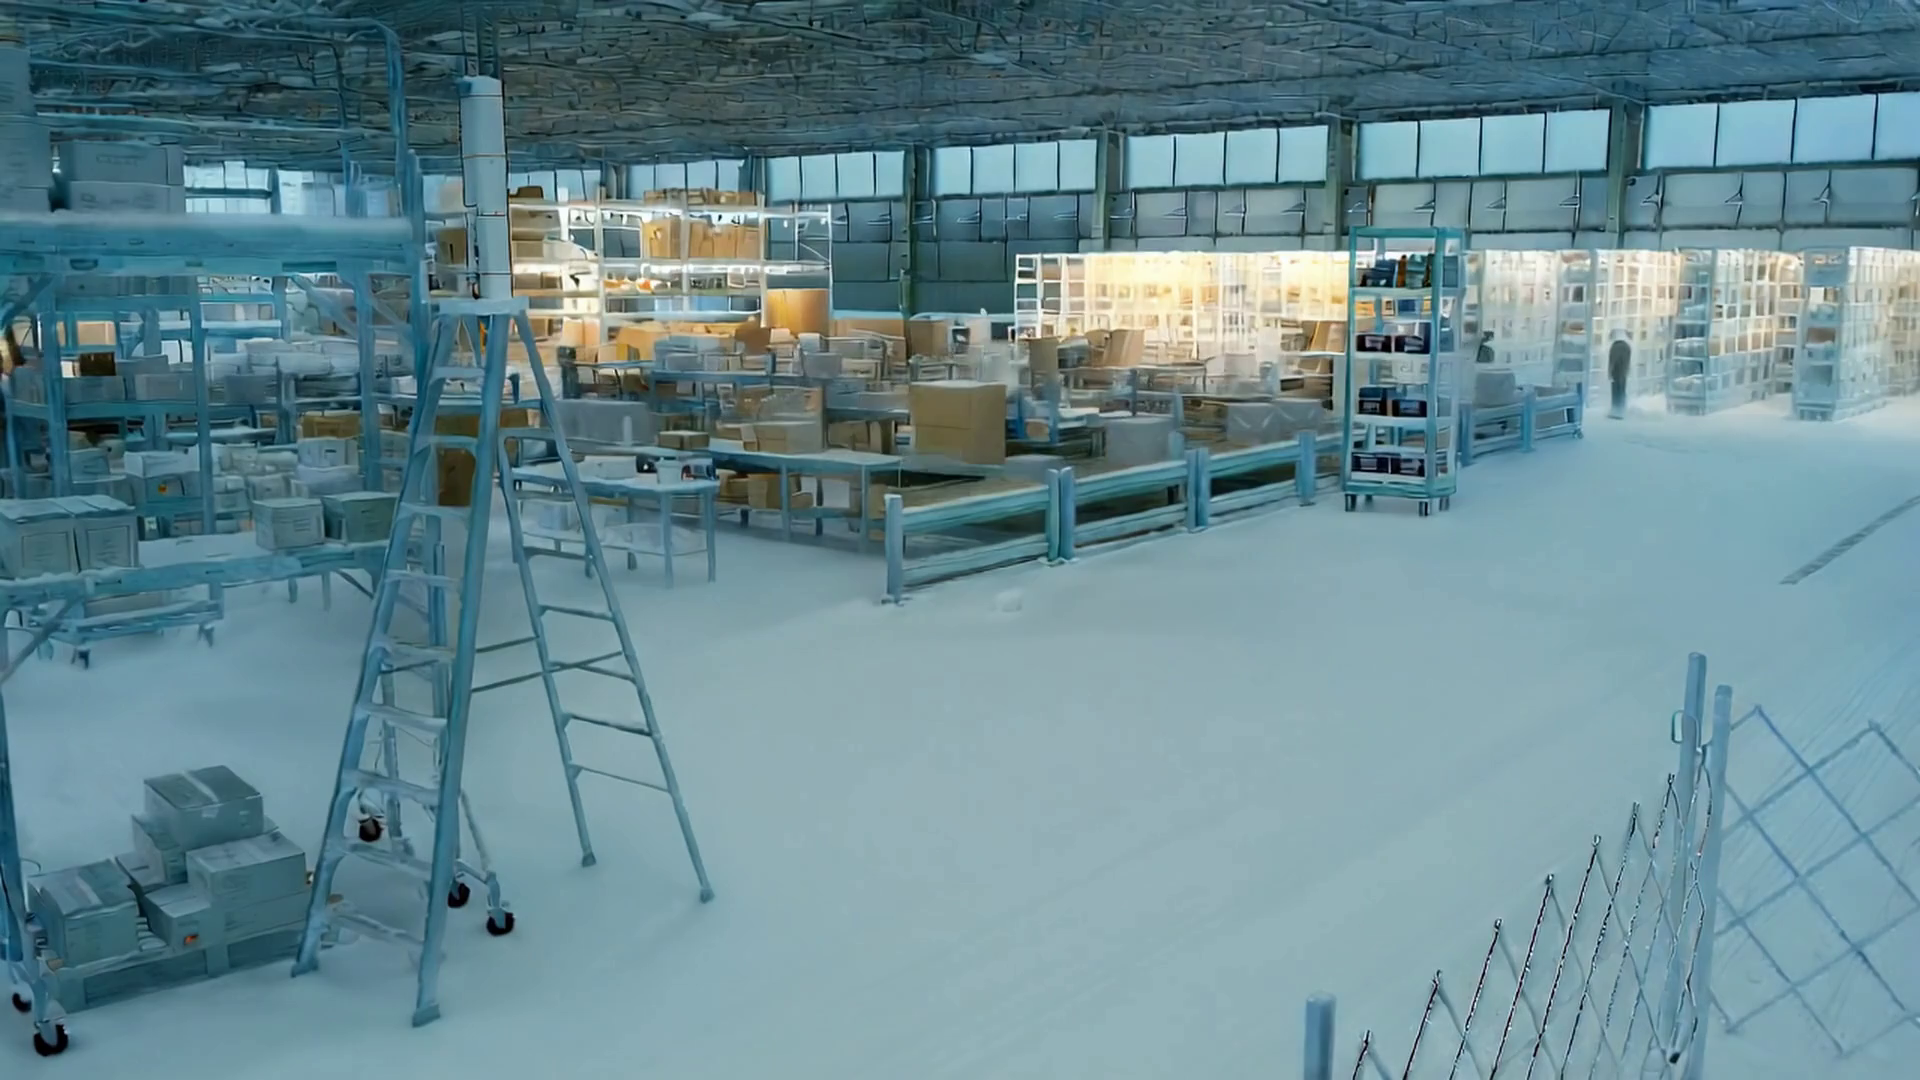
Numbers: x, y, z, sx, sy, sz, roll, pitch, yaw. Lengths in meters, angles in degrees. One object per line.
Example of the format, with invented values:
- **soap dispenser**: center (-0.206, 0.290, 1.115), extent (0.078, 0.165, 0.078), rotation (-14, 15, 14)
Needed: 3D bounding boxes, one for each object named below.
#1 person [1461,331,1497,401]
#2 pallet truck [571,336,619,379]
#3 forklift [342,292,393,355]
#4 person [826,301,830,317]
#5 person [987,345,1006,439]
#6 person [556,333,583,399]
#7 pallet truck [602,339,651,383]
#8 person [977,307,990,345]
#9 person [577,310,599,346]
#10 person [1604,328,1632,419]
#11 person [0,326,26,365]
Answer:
- **person**: center (11.553, -3.740, 36.815), extent (0.908, 1.785, 0.634), rotation (8, 12, 42)
- **pallet truck**: center (-10.690, -5.294, 48.215), extent (1.601, 1.201, 0.680), rotation (-5, 10, -26)
- **forklift**: center (-16.485, -5.622, 45.120), extent (1.129, 2.768, 1.873), rotation (7, 11, 37)
- **person**: center (-5.691, -9.089, 69.704), extent (0.469, 1.930, 0.624), rotation (7, 12, 38)
- **person**: center (0.654, -2.713, 30.579), extent (0.893, 1.720, 0.535), rotation (2, 9, 13)
- **person**: center (-9.041, -3.959, 38.509), extent (0.587, 1.660, 0.379), rotation (-1, 9, -4)
- **pallet truck**: center (-8.991, -4.871, 45.351), extent (0.653, 1.274, 1.630), rotation (7, 11, 37)
- **person**: center (0.803, -6.566, 53.948), extent (0.441, 1.946, 0.791), rotation (2, 9, 12)
- **person**: center (-11.328, -6.037, 50.688), extent (0.624, 1.931, 0.377), rotation (-1, 9, -7)
- **person**: center (13.717, -3.468, 34.707), extent (0.407, 1.908, 0.641), rotation (8, 12, 42)
- **person**: center (-21.243, -3.858, 37.204), extent (0.657, 1.889, 0.634), rotation (-7, 12, -38)
